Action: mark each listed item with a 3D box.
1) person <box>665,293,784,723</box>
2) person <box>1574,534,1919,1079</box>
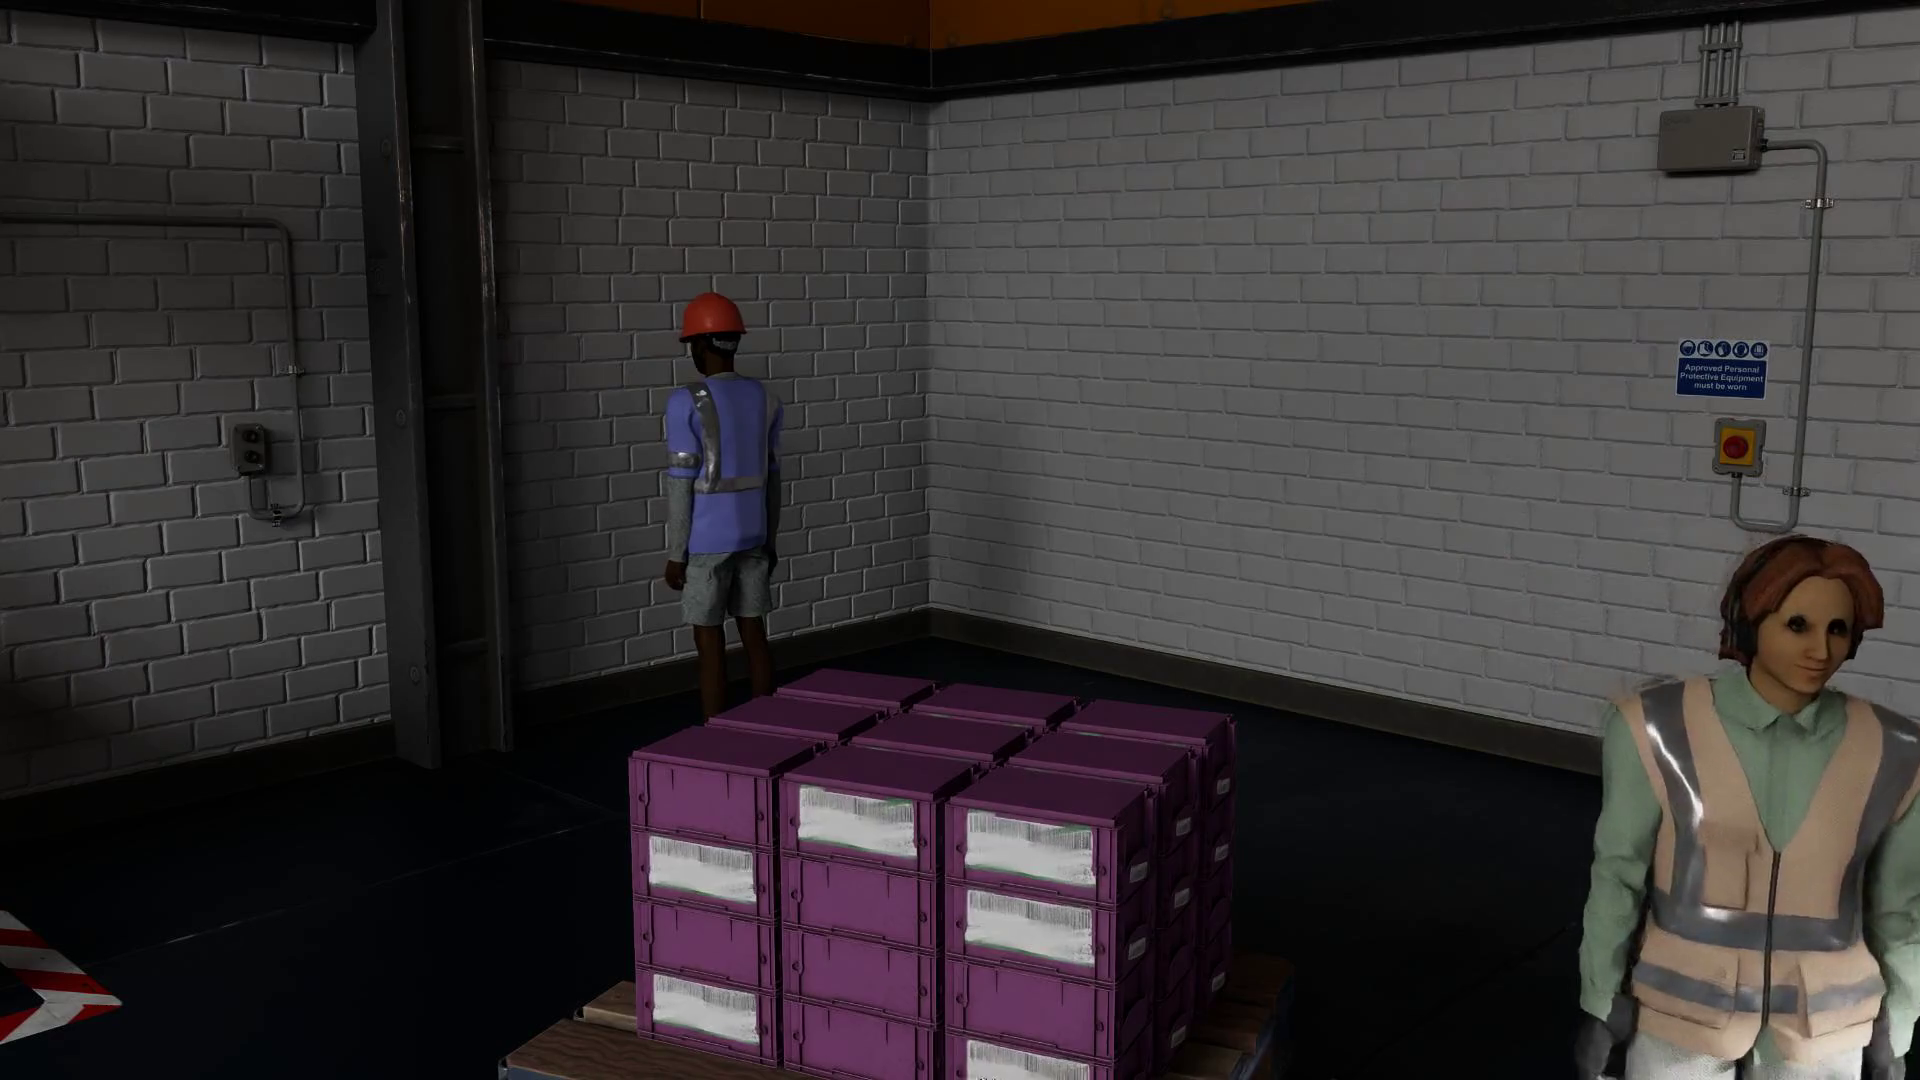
[{"bbox_3d":[-0.957,-0.010,6.623,0.380,1.929,0.540,8,12,40],"label":"person"},{"bbox_3d":[1.279,0.774,2.740,0.528,1.618,0.547,2,10,14],"label":"person"}]
